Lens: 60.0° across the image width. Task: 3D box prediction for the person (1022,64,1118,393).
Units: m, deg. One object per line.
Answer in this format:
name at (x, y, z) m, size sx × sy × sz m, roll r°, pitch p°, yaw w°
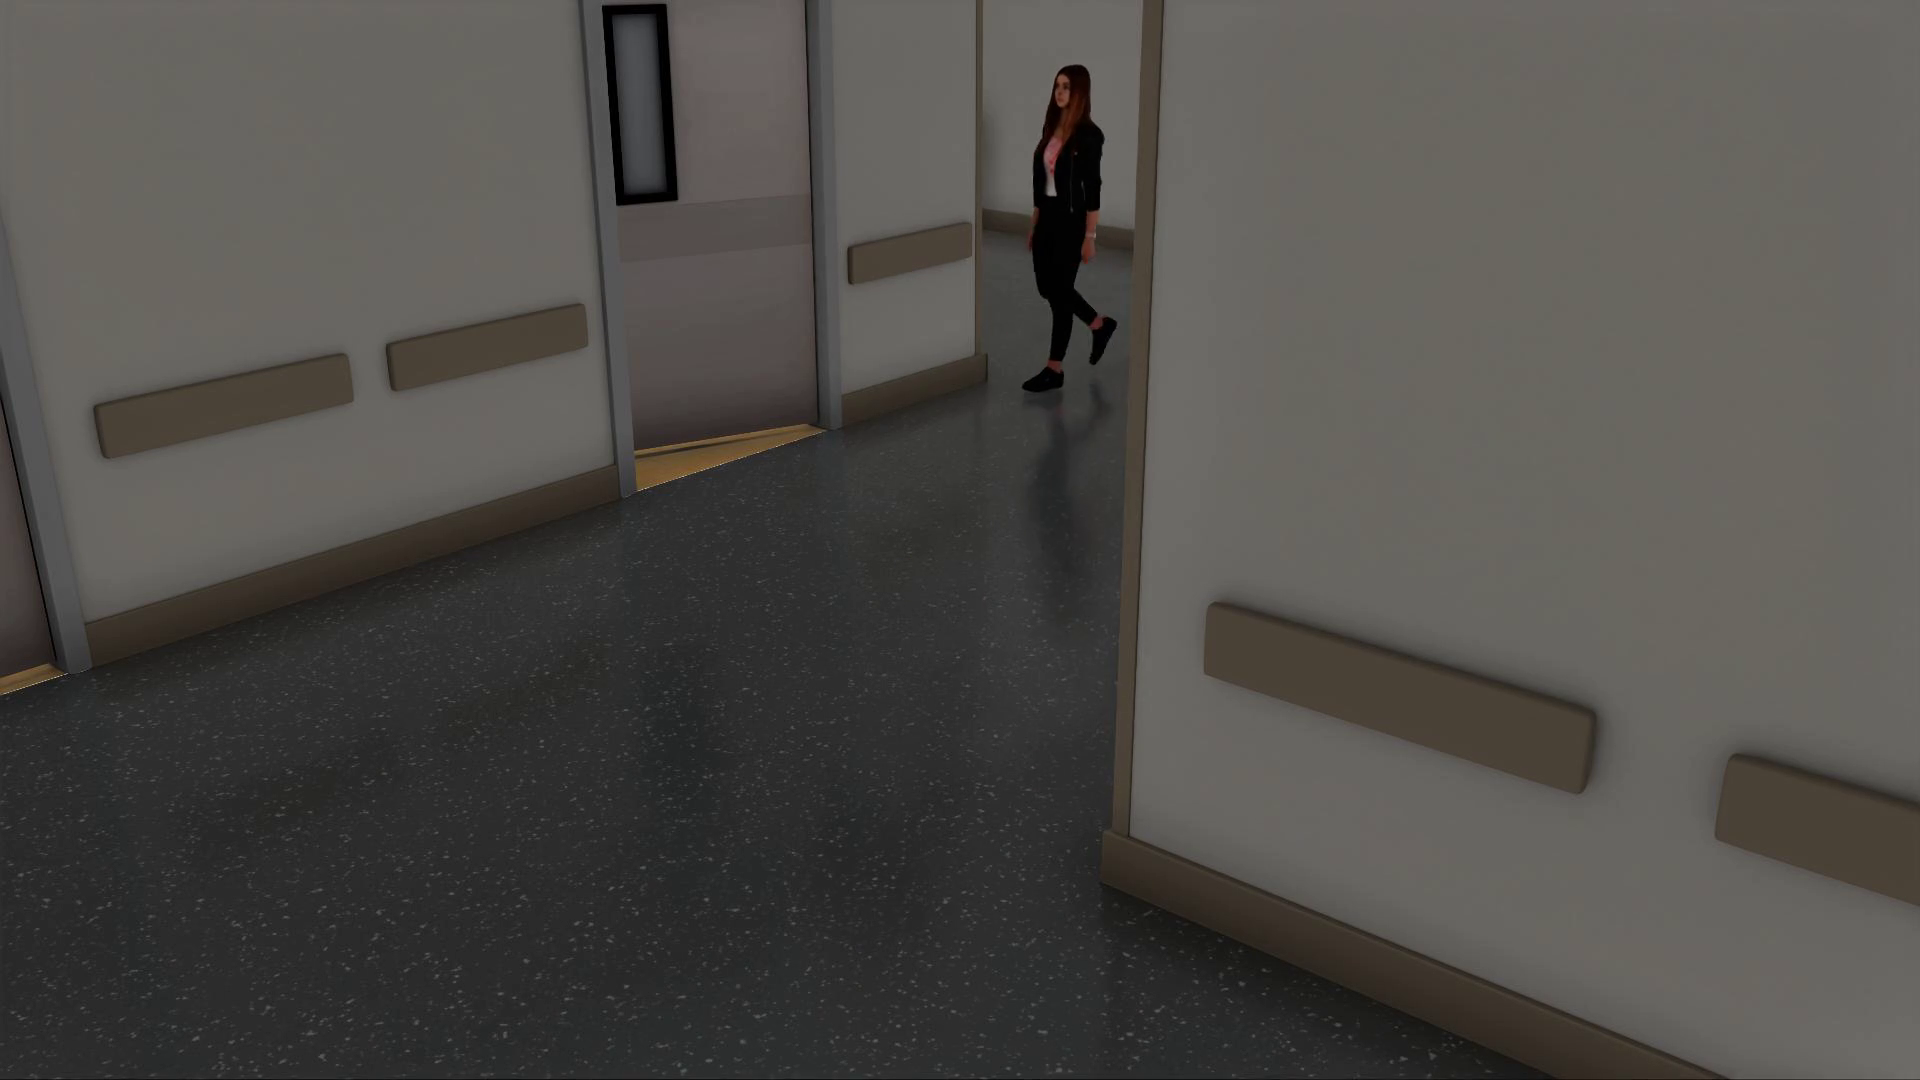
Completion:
person at (0.614, -1.678, 8.944) m, size 1.045 × 1.696 × 0.820 m, roll -13°, pitch 24°, yaw -31°
